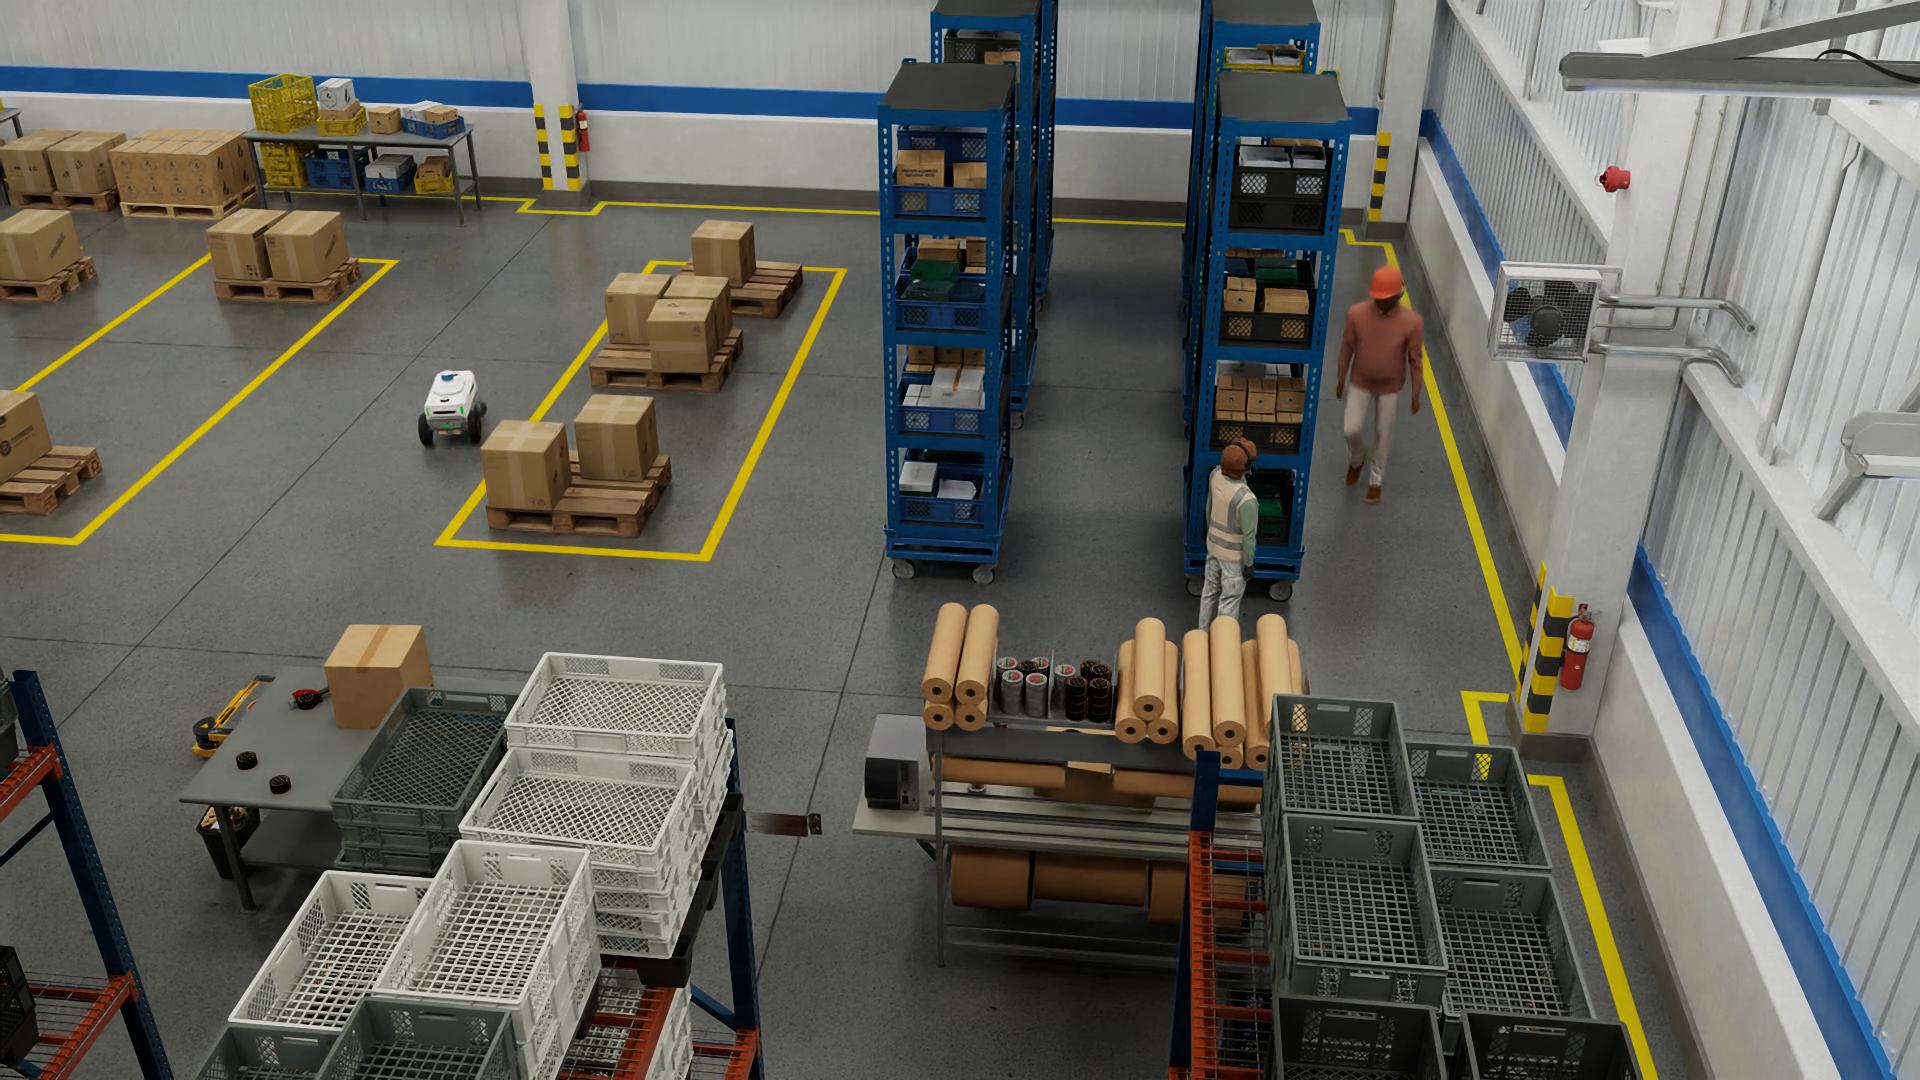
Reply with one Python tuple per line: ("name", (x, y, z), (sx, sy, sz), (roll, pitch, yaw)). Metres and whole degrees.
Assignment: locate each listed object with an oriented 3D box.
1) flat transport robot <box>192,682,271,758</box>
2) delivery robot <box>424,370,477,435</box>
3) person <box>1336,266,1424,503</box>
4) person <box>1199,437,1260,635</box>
("flat transport robot", (-4.089, 1.163, 10.648), (1.431, 0.197, 0.652), (3, 30, 6))
("delivery robot", (-4.404, -1.229, 14.387), (0.477, 0.478, 0.707), (-3, 30, -6))
("person", (3.284, -1.218, 13.054), (0.668, 1.978, 0.429), (10, 32, 16))
("person", (1.810, 0.073, 11.162), (0.305, 1.645, 0.522), (-13, 32, -20))
